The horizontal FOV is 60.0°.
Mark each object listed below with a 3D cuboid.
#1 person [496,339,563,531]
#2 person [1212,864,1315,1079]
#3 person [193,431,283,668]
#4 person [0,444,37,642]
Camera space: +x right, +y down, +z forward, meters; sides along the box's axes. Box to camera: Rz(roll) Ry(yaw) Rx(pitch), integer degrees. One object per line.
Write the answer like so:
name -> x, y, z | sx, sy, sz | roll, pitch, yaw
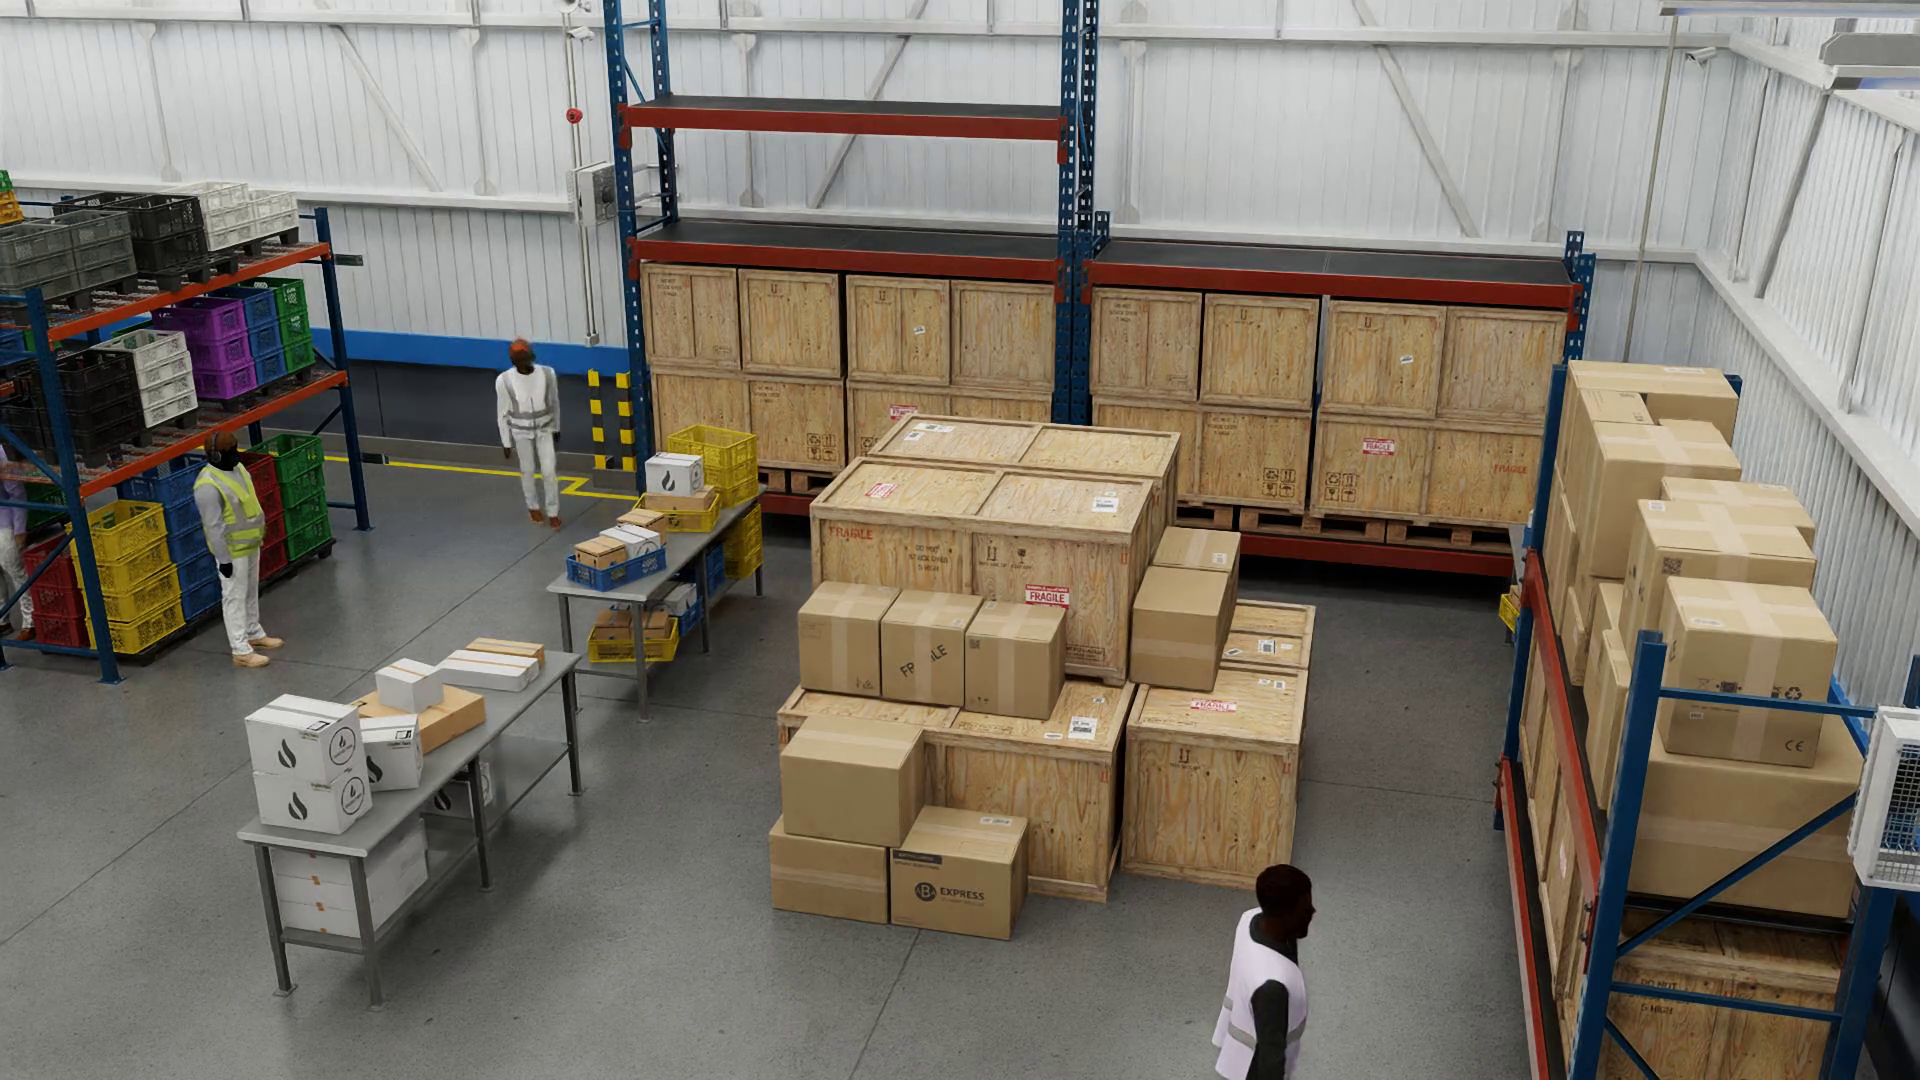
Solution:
person -> -3.958, -0.972, 15.367 | 0.595, 1.831, 0.767 | -9, 23, -22
person -> 1.254, 2.201, 6.957 | 0.392, 1.920, 0.587 | 1, 21, 2
person -> -5.504, 0.051, 12.688 | 0.429, 1.842, 0.634 | -1, 21, -2
person -> -7.549, -0.105, 12.974 | 0.627, 1.933, 0.371 | 4, 21, 10
